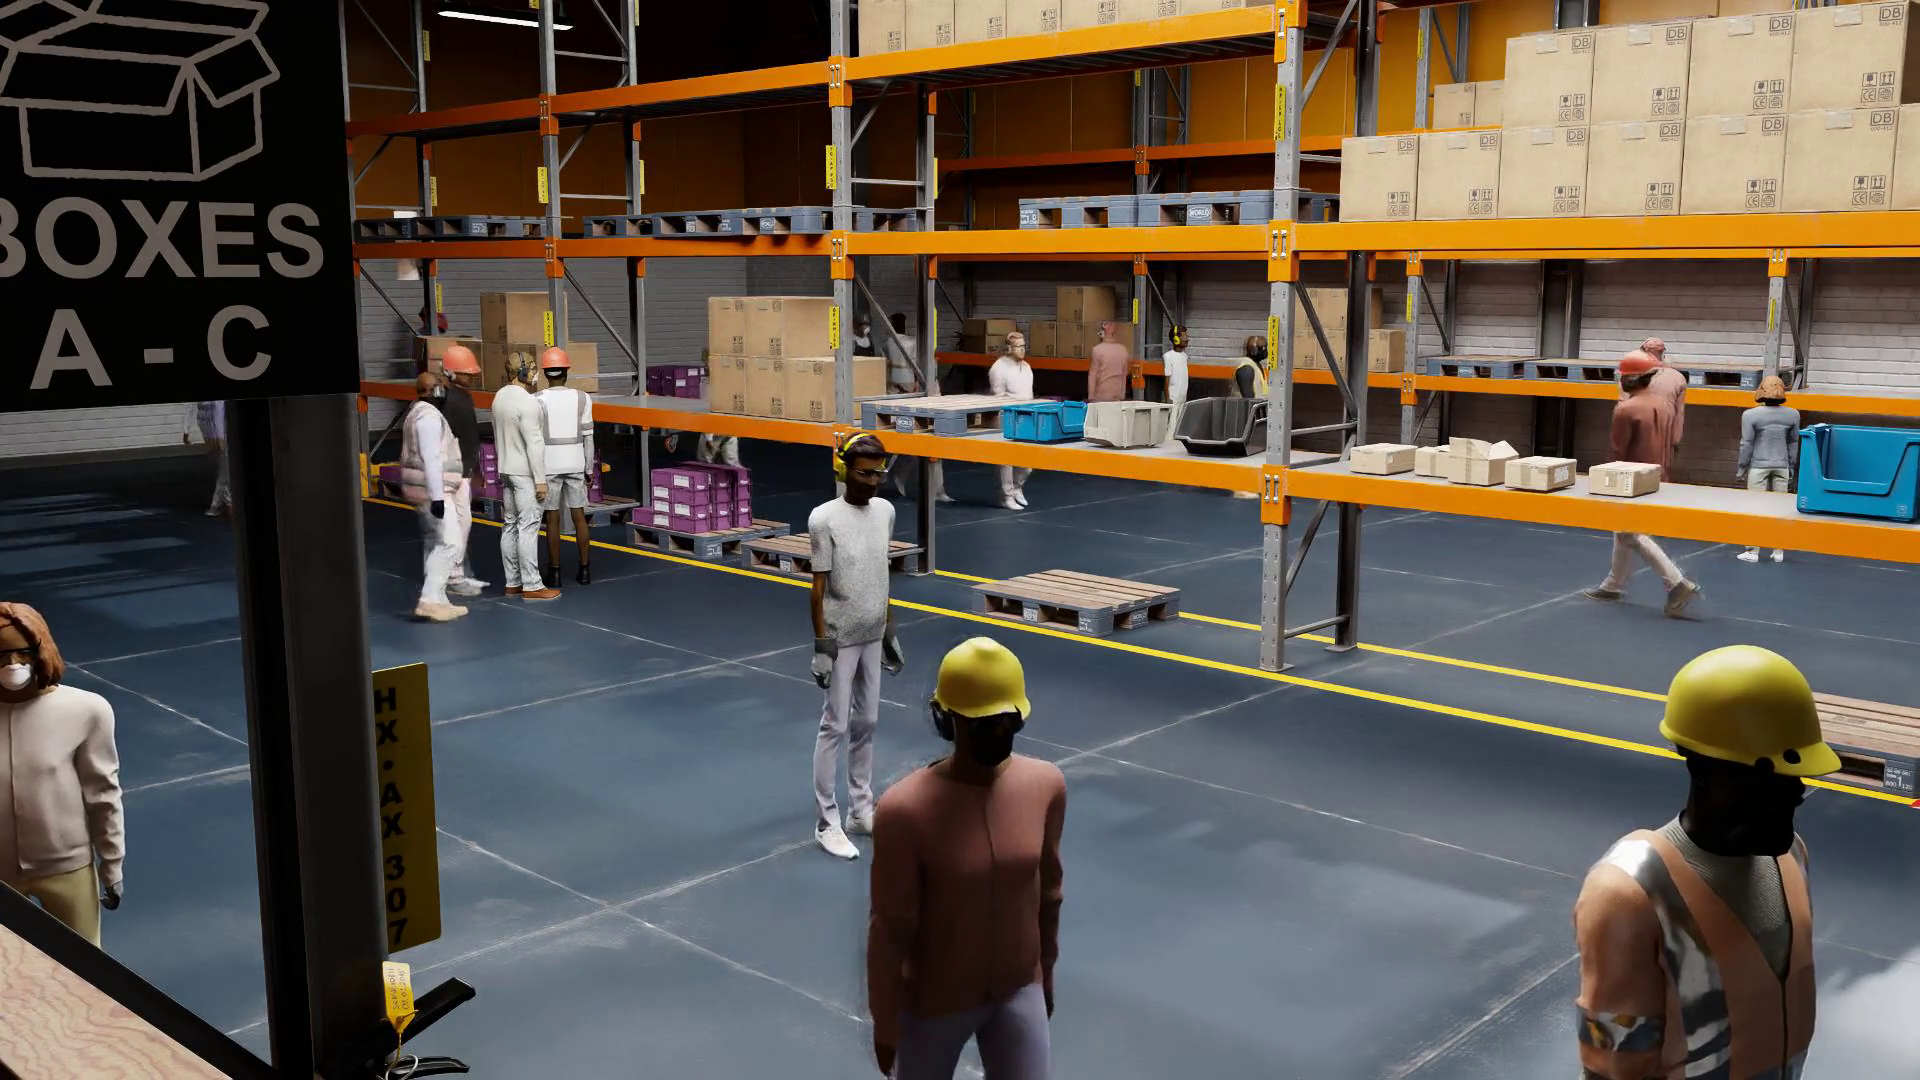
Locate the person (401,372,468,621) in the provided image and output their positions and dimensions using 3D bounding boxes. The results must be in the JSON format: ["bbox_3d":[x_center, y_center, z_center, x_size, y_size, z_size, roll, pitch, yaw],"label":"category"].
[{"bbox_3d":[-3.840,-0.307,12.130,0.432,1.823,0.662,-4,10,-22],"label":"person"}]

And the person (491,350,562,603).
[{"bbox_3d":[-3.364,-0.488,12.820,0.372,1.940,0.631,-8,12,-41],"label":"person"}]

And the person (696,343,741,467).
[{"bbox_3d":[-2.567,-1.126,17.168,0.870,1.793,0.601,7,12,39],"label":"person"}]

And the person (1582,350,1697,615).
[{"bbox_3d":[5.128,-0.433,12.430,0.622,1.966,0.925,-7,11,-35],"label":"person"}]

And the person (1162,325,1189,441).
[{"bbox_3d":[2.658,-1.682,20.332,0.318,1.876,0.532,6,11,34],"label":"person"}]

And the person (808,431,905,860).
[{"bbox_3d":[-0.445,0.447,7.318,0.337,1.864,0.513,8,12,40],"label":"person"}]

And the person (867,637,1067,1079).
[{"bbox_3d":[-0.020,1.051,4.018,0.533,1.739,0.811,-5,10,-27],"label":"person"}]

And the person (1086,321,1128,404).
[{"bbox_3d":[1.915,-1.885,21.534,0.658,1.888,0.552,-8,12,-42],"label":"person"}]

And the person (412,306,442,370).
[{"bbox_3d":[-7.809,-2.464,24.615,0.608,2.044,0.370,6,11,33],"label":"person"}]

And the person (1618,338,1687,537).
[{"bbox_3d":[6.554,-0.972,15.881,0.652,1.906,0.409,0,9,-1],"label":"person"}]

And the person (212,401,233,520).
[{"bbox_3d":[-7.189,-1.092,16.673,0.655,1.905,0.892,-9,13,-43],"label":"person"}]

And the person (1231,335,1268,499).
[{"bbox_3d":[3.239,-1.360,18.525,0.443,1.830,0.644,4,10,24],"label":"person"}]

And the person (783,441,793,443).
[{"bbox_3d":[-2.231,-2.357,24.263,0.992,1.955,0.617,3,10,16],"label":"person"}]

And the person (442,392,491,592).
[{"bbox_3d":[-3.975,-0.385,13.209,0.427,1.632,0.509,0,9,-1],"label":"person"}]

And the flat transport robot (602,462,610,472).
[{"bbox_3d":[-5.148,-0.944,20.711,1.431,0.197,0.652,-5,10,-27],"label":"flat transport robot"}]

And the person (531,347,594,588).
[{"bbox_3d":[-3.227,-0.583,13.412,0.550,1.933,0.370,-5,11,-29],"label":"person"}]

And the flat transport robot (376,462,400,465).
[{"bbox_3d":[-6.403,-0.831,20.021,1.431,0.197,0.652,-4,10,-23],"label":"flat transport robot"}]

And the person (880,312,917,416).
[{"bbox_3d":[-0.829,-2.284,23.797,0.641,1.943,0.417,3,10,17],"label":"person"}]

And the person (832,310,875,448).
[{"bbox_3d":[-1.404,-2.253,23.329,1.069,2.000,0.689,9,13,43],"label":"person"}]

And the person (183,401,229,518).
[{"bbox_3d":[-7.776,-1.180,17.387,0.594,1.835,0.985,-1,9,-3],"label":"person"}]

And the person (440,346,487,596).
[{"bbox_3d":[-4.016,-0.539,13.083,0.614,1.962,0.672,-1,9,-4],"label":"person"}]

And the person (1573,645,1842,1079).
[{"bbox_3d":[1.314,1.126,2.959,0.594,1.926,0.366,-7,12,-37],"label":"person"}]

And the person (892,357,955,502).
[{"bbox_3d":[-0.413,-1.232,18.372,0.752,1.611,0.514,3,10,19],"label":"person"}]

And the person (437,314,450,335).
[{"bbox_3d":[-7.831,-2.370,24.491,0.555,1.900,0.701,8,12,42],"label":"person"}]

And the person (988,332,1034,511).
[{"bbox_3d":[0.580,-1.248,17.622,0.645,1.892,0.443,-9,13,-44],"label":"person"}]

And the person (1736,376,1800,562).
[{"bbox_3d":[7.045,-0.615,14.528,0.501,1.633,0.285,0,9,2],"label":"person"}]

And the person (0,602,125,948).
[{"bbox_3d":[-2.686,0.974,4.820,0.493,1.625,0.281,-4,10,-23],"label":"person"}]
